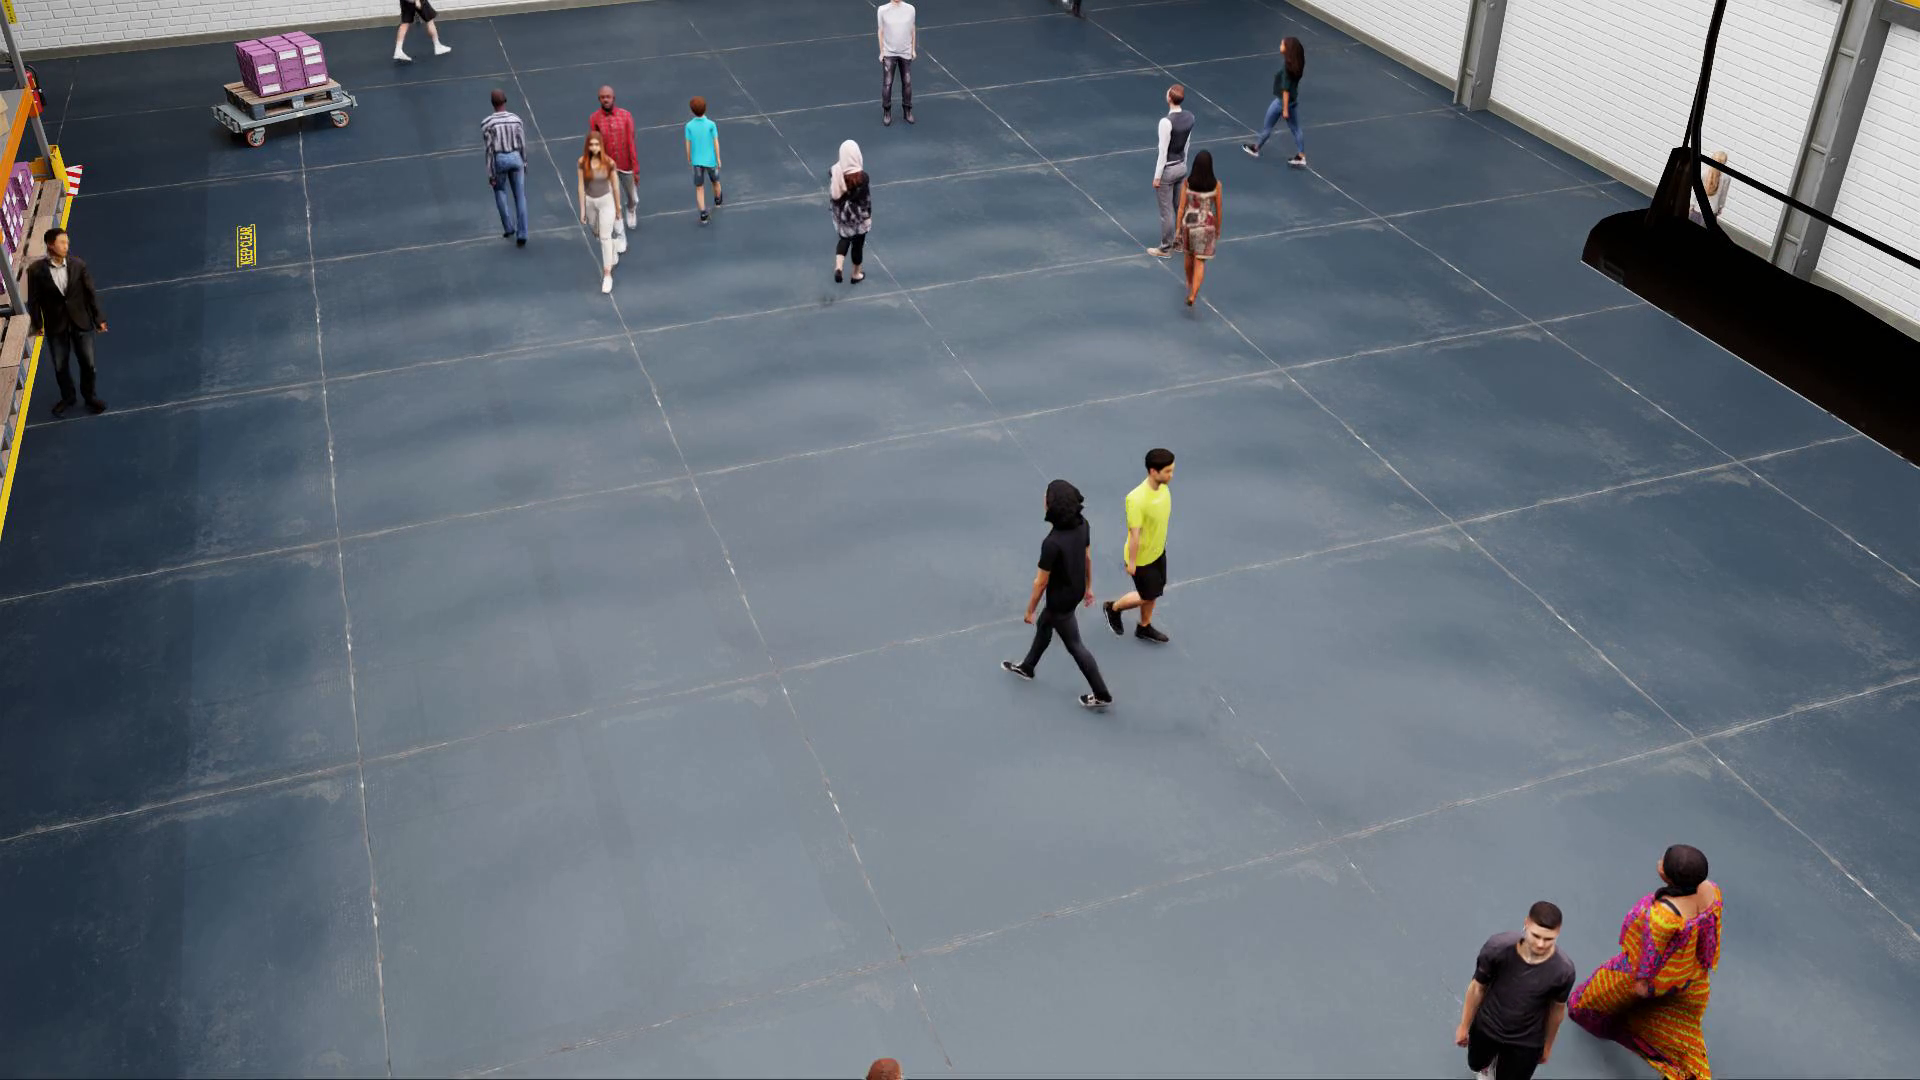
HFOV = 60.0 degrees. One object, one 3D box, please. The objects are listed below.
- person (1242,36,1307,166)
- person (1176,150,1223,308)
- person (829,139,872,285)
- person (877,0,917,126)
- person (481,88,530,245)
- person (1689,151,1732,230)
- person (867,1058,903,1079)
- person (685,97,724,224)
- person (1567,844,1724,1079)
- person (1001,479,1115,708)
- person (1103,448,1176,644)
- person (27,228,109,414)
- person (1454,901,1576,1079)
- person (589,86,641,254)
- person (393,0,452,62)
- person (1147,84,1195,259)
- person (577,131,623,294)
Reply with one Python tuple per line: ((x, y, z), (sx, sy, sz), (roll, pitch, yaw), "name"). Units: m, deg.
((4.131, -5.421, 20.700), (1.162, 1.573, 1.029), (19, 38, 26), "person")
((2.467, -3.207, 17.334), (0.975, 1.612, 1.141), (5, 34, 8), "person")
((-1.199, -3.433, 17.664), (0.869, 1.623, 0.935), (13, 36, 18), "person")
((-0.832, -6.457, 22.024), (0.682, 1.832, 0.626), (-7, 34, -10), "person")
((-5.000, -4.104, 18.537), (0.742, 1.775, 0.780), (-19, 38, -26), "person")
((8.245, -3.681, 18.351), (0.601, 1.276, 0.654), (11, 35, 16), "person")
((-0.427, 3.096, 8.247), (0.730, 1.174, 0.527), (6, 34, 10), "person")
((-2.976, -4.376, 19.272), (0.700, 1.413, 0.976), (-2, 34, -2), "person")
((3.853, 2.322, 8.987), (0.792, 1.643, 1.245), (-16, 37, -23), "person")
((0.805, 0.427, 11.706), (1.236, 1.789, 1.110), (19, 38, 26), "person")
((1.307, 0.045, 12.366), (0.902, 1.696, 0.831), (21, 39, 28), "person")
((-8.290, -1.996, 15.375), (0.879, 1.763, 0.689), (-13, 36, -18), "person")
((2.855, 2.492, 8.646), (1.104, 1.739, 1.145), (15, 37, 22), "person")
((-3.840, -4.229, 18.705), (0.798, 1.797, 1.198), (-5, 34, -7), "person")
((-8.050, -7.855, 24.119), (1.206, 1.842, 1.094), (27, 42, 34), "person")
((2.341, -4.077, 18.349), (0.732, 1.938, 0.698), (-27, 42, -34), "person")
((-3.841, -3.571, 17.809), (0.864, 1.694, 1.145), (2, 34, 3), "person")
